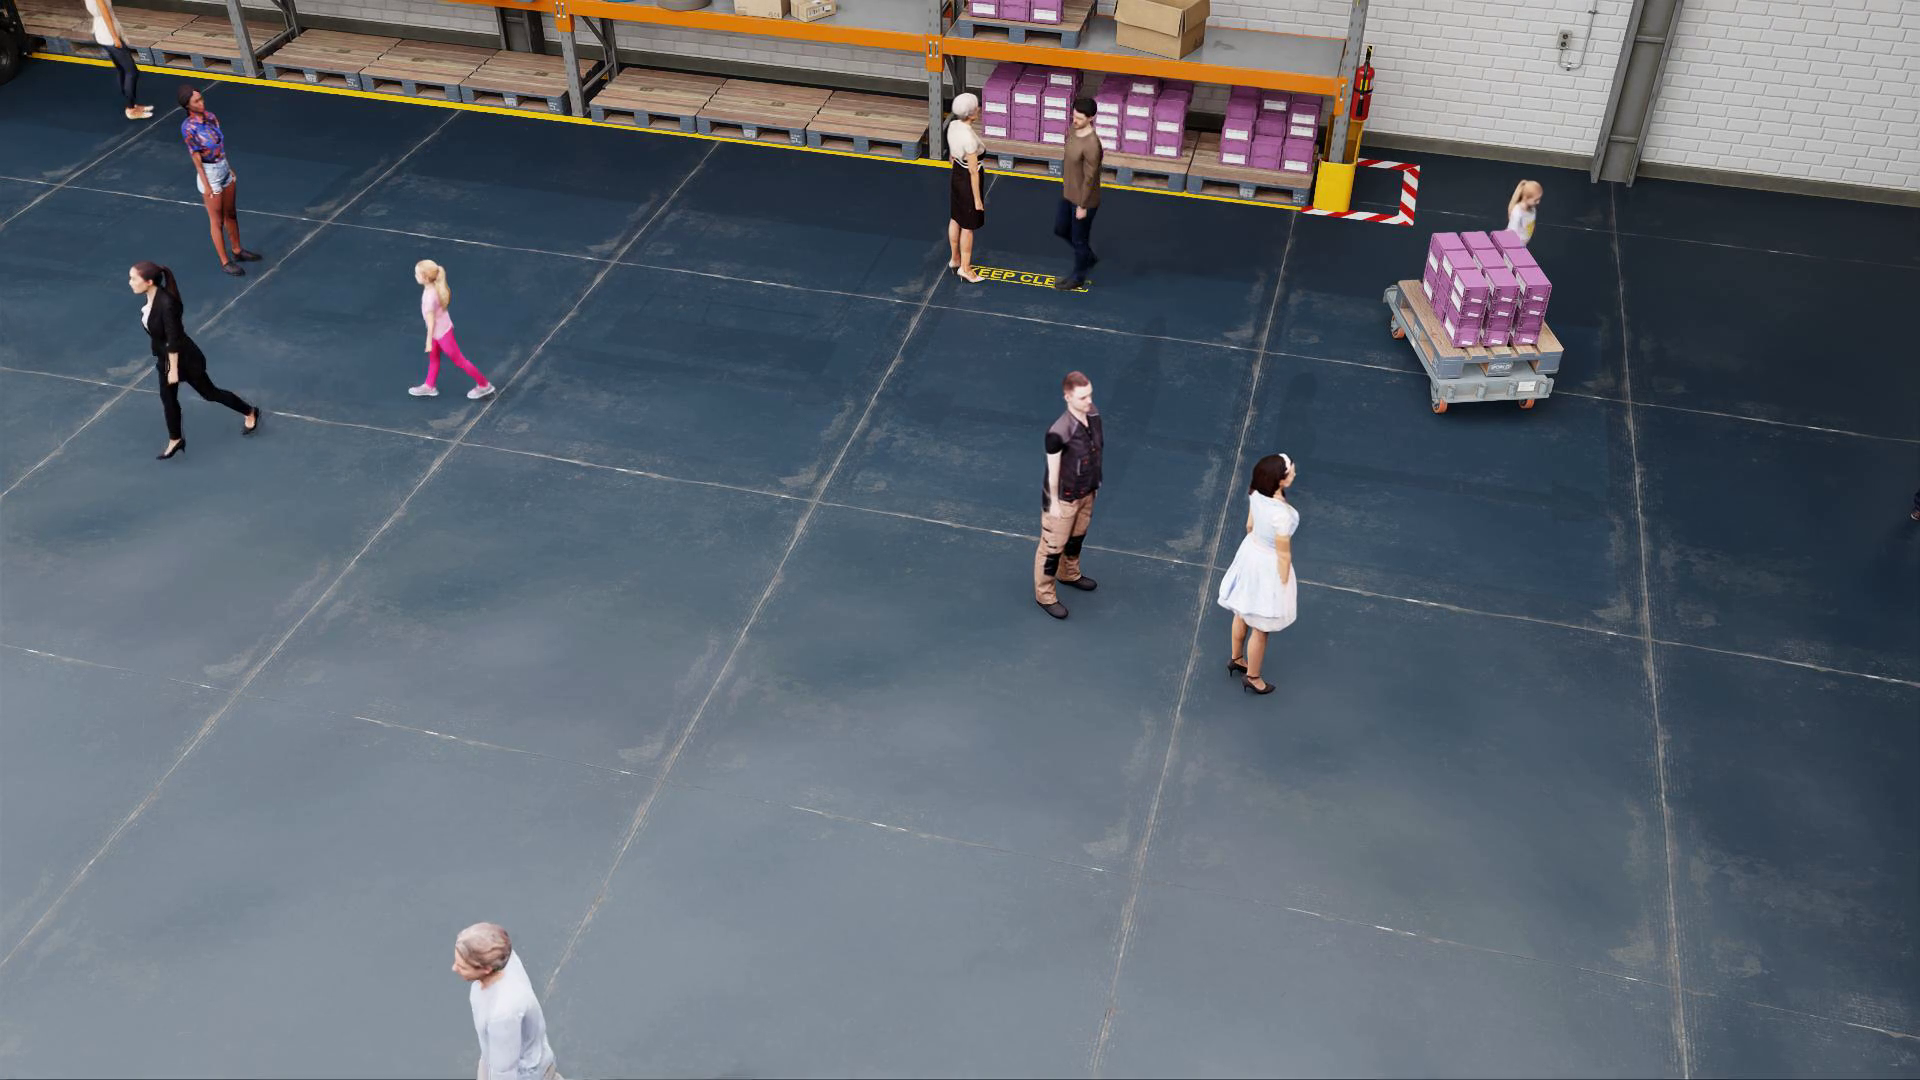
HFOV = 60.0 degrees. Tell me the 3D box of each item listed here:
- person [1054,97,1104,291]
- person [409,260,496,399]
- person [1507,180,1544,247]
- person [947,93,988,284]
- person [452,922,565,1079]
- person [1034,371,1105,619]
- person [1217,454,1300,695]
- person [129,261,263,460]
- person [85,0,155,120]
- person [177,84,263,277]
[{"bbox_3d":[1.121,-3.013,14.479,0.892,1.863,0.843,-14,41,-16],"label":"person"},{"bbox_3d":[-4.070,-1.657,13.281,0.984,1.240,0.736,-5,39,-6],"label":"person"},{"bbox_3d":[4.735,-2.560,14.397,0.722,1.257,0.821,-30,48,-32],"label":"person"},{"bbox_3d":[0.044,-3.105,14.685,0.746,1.750,0.716,-15,41,-18],"label":"person"},{"bbox_3d":[-1.949,2.409,7.708,1.312,1.840,1.224,-17,42,-21],"label":"person"},{"bbox_3d":[0.729,-0.353,11.166,0.745,1.841,0.770,27,46,29],"label":"person"},{"bbox_3d":[1.908,0.216,10.471,0.903,1.819,0.853,-13,40,-16],"label":"person"},{"bbox_3d":[-5.823,-1.380,12.626,1.037,1.624,1.084,-29,47,-31],"label":"person"},{"bbox_3d":[-8.917,-5.232,17.325,0.801,1.779,0.717,-26,45,-29],"label":"person"},{"bbox_3d":[-6.650,-3.229,14.846,0.503,1.742,0.582,8,39,10],"label":"person"}]
